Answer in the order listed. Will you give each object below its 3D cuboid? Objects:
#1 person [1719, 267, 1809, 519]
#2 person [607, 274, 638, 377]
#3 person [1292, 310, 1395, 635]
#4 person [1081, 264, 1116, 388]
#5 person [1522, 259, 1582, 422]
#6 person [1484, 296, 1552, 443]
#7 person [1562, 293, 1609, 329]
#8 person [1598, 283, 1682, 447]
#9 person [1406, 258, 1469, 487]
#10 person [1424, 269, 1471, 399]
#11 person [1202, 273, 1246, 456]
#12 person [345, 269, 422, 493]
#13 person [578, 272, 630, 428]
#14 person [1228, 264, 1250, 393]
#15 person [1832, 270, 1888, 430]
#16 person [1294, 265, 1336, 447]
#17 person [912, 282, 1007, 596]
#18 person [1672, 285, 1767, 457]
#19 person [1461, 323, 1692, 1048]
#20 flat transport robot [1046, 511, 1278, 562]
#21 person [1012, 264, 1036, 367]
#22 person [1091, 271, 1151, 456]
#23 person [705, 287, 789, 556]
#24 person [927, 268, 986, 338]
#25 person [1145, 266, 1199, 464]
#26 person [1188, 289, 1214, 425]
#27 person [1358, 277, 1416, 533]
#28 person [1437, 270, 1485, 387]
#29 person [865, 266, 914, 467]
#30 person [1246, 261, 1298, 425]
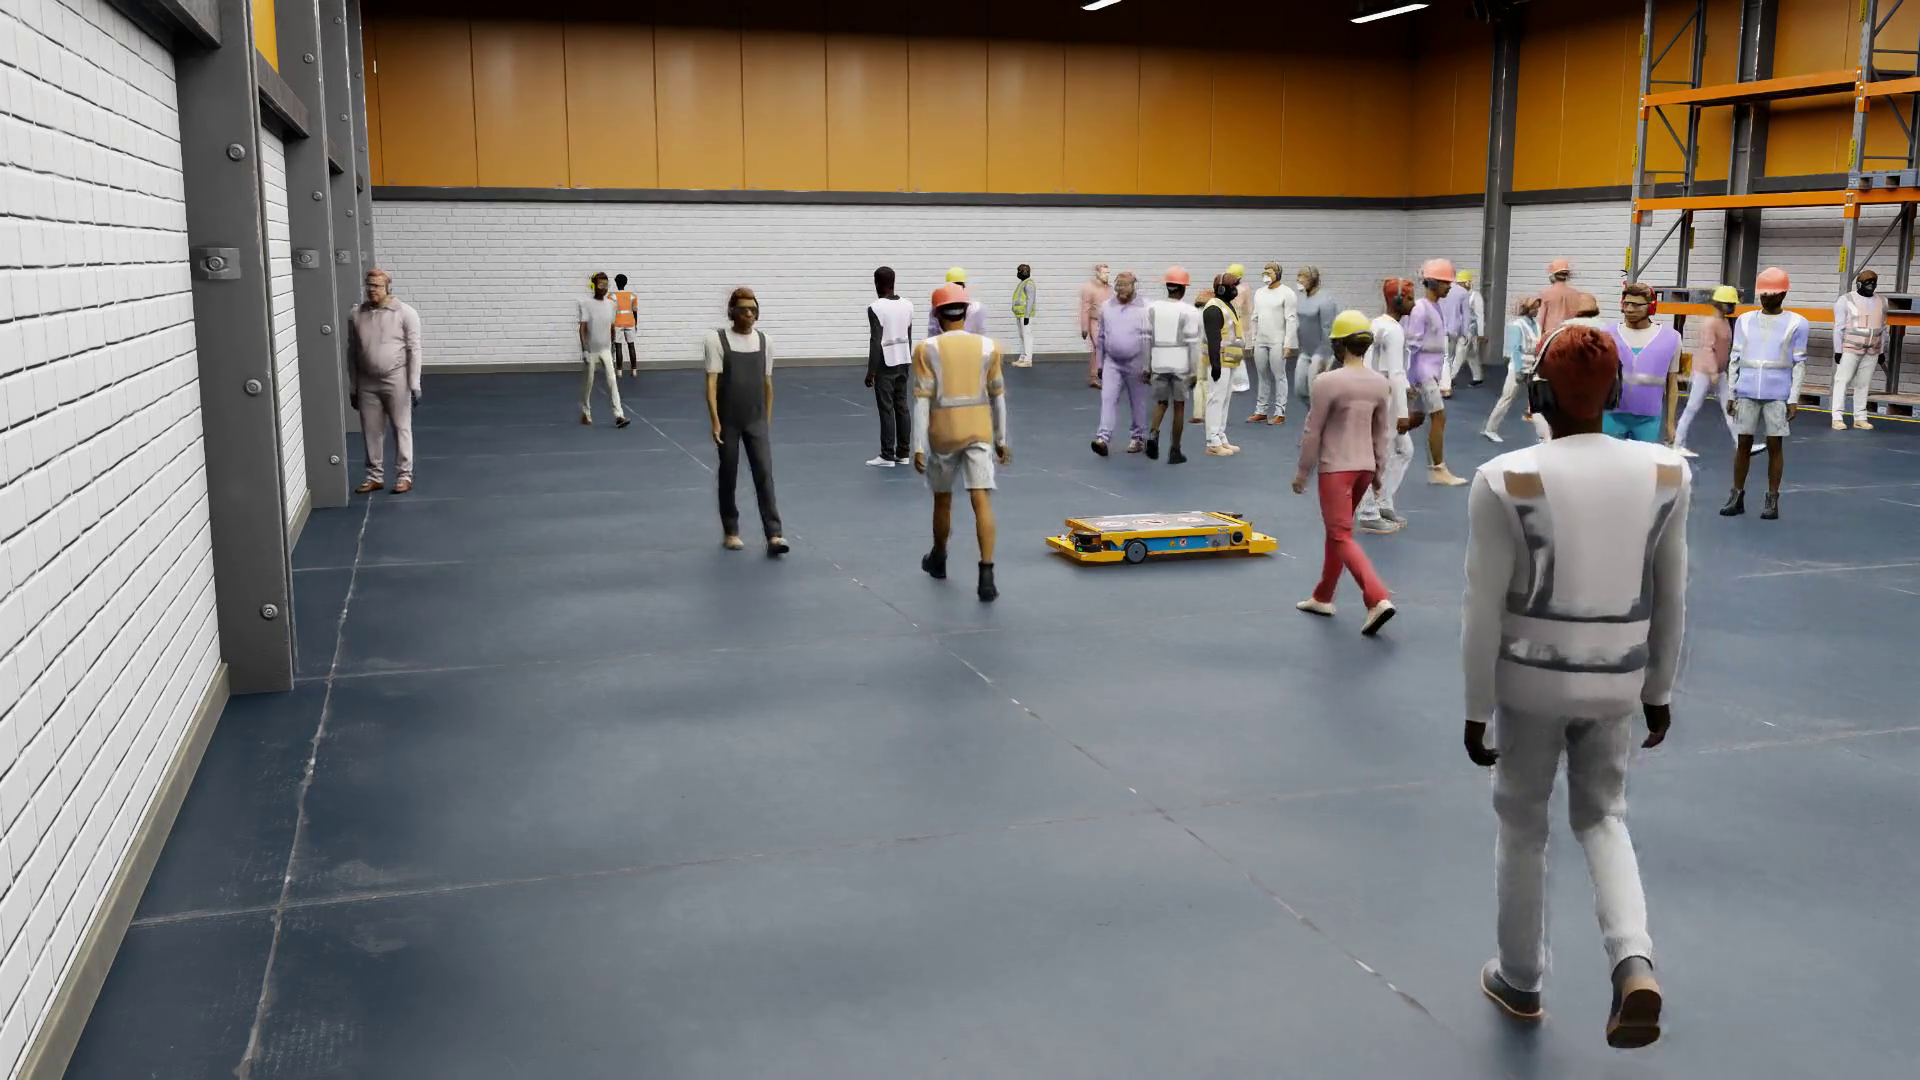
[{"bbox_3d":[6.190,-1.126,12.812,0.543,1.934,0.362,8,13,38],"label":"person"},{"bbox_3d":[-5.553,-3.526,27.388,0.539,1.695,0.318,-6,11,-30],"label":"person"},{"bbox_3d":[2.133,-0.381,9.053,0.520,1.736,0.836,-6,12,-33],"label":"person"},{"bbox_3d":[2.201,-3.182,24.895,0.648,1.878,0.845,-10,14,-44],"label":"person"},{"bbox_3d":[7.075,-2.362,19.882,0.634,1.963,0.846,-1,10,-7],"label":"person"},{"bbox_3d":[6.004,-1.811,17.765,0.533,1.593,0.871,-8,12,-38],"label":"person"},{"bbox_3d":[6.637,-1.810,17.712,0.532,1.619,0.550,6,11,30],"label":"person"},{"bbox_3d":[4.568,-0.823,11.317,0.570,1.841,0.372,4,11,22],"label":"person"},{"bbox_3d":[4.039,-1.485,14.727,0.956,2.006,0.607,5,11,29],"label":"person"},{"bbox_3d":[6.880,-2.937,23.493,0.628,1.886,1.046,0,10,-1],"label":"person"},{"bbox_3d":[2.669,-1.777,16.846,0.429,1.843,0.633,4,11,22],"label":"person"},{"bbox_3d":[-4.904,-1.345,14.163,0.701,1.903,0.403,1,10,6],"label":"person"},{"bbox_3d":[-4.238,-2.220,19.507,0.535,1.815,0.996,-7,12,-34],"label":"person"},{"bbox_3d":[4.066,-3.108,24.450,0.381,1.883,0.668,1,10,3],"label":"person"},{"bbox_3d":[10.419,-2.192,19.248,0.624,1.845,0.430,0,10,-2],"label":"person"},{"bbox_3d":[3.749,-1.922,17.475,0.513,1.912,0.669,-3,10,-17],"label":"person"},{"bbox_3d":[0.007,-0.619,10.087,0.611,1.866,1.035,-2,10,-13],"label":"person"},{"bbox_3d":[7.518,-1.641,16.414,0.538,1.708,0.907,-9,13,-42],"label":"person"},{"bbox_3d":[1.554,0.391,4.218,0.591,1.870,0.626,-1,10,-4],"label":"person"},{"bbox_3d":[1.366,-0.035,11.305,1.431,0.197,0.652,-3,10,-17],"label":"flat transport robot"},{"bbox_3d":[1.146,-4.035,29.922,0.429,1.844,0.625,-2,10,-12],"label":"person"},{"bbox_3d":[1.639,-1.761,16.721,0.666,1.847,0.990,4,11,22],"label":"person"},{"bbox_3d":[-1.446,-0.787,11.228,0.519,1.807,0.830,-4,11,-23],"label":"person"},{"bbox_3d":[-0.058,-1.845,17.118,0.589,1.877,0.970,-2,10,-14],"label":"person"},{"bbox_3d":[2.026,-1.674,16.022,0.559,1.918,0.504,6,11,30],"label":"person"},{"bbox_3d":[2.883,-2.180,19.816,0.592,1.610,0.366,-3,10,-16],"label":"person"},{"bbox_3d":[3.159,-0.968,12.084,0.543,1.865,0.618,0,10,3],"label":"person"},{"bbox_3d":[7.614,-3.176,25.148,0.972,1.770,0.588,-3,10,-19],"label":"person"},{"bbox_3d":[-0.671,-1.656,15.943,0.392,1.914,0.589,7,12,36],"label":"person"},{"bbox_3d":[3.716,-2.341,19.833,0.373,1.940,0.629,-8,13,-39],"label":"person"}]
